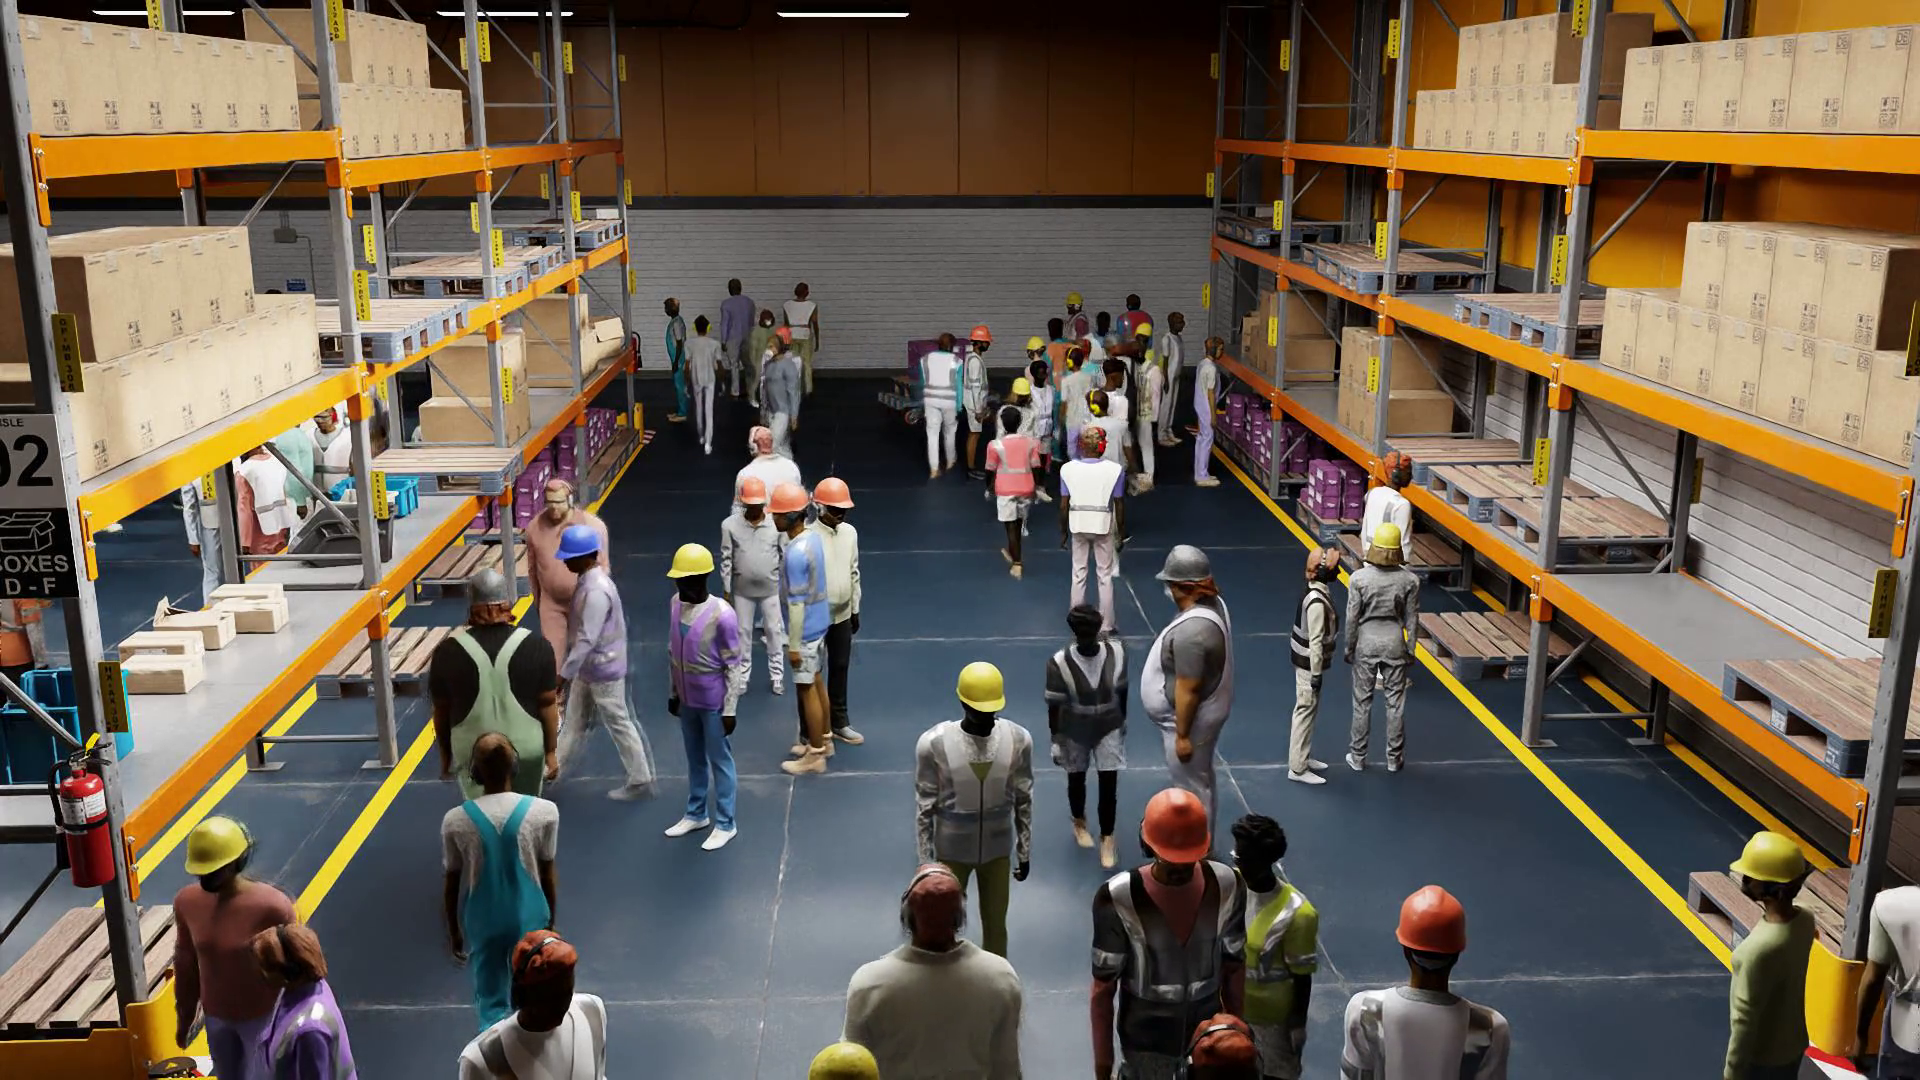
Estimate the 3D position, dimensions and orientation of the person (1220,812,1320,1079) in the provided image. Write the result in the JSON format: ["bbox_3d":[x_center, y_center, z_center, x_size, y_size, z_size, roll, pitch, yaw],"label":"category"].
[{"bbox_3d":[1.233,1.918,6.895,0.321,1.690,0.540,-12,19,-40],"label":"person"}]

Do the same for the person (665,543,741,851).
[{"bbox_3d":[-1.587,0.952,10.205,0.586,1.928,0.380,12,19,40],"label":"person"}]

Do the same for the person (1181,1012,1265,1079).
[{"bbox_3d":[0.761,2.291,5.062,0.582,1.879,0.359,2,14,6],"label":"person"}]

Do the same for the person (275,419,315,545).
[{"bbox_3d":[-6.150,-0.404,15.510,0.373,1.940,0.628,-5,15,-20],"label":"person"}]

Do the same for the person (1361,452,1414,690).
[{"bbox_3d":[3.366,0.237,13.105,0.362,1.883,0.575,-4,15,-15],"label":"person"}]

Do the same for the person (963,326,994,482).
[{"bbox_3d":[0.226,-1.683,20.553,0.388,1.930,0.544,-1,14,-2],"label":"person"}]

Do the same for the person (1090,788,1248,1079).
[{"bbox_3d":[0.803,1.887,6.341,0.612,2.030,0.403,-3,15,-12],"label":"person"}]

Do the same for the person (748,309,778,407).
[{"bbox_3d":[-3.017,-2.768,25.505,0.507,1.580,0.892,-9,17,-33],"label":"person"}]

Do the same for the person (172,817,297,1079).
[{"bbox_3d":[-2.908,1.924,6.737,0.536,1.752,0.360,4,15,14],"label":"person"}]

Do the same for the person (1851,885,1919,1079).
[{"bbox_3d":[3.798,1.950,6.496,0.563,1.830,0.482,5,15,18],"label":"person"}]

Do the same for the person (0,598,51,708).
[{"bbox_3d":[-6.326,0.747,11.045,0.585,1.916,0.401,2,14,8],"label":"person"}]

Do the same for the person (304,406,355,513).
[{"bbox_3d":[-5.943,-0.430,15.820,0.562,1.836,0.384,1,14,4],"label":"person"}]

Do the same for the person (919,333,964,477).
[{"bbox_3d":[-0.213,-1.709,20.956,0.606,1.782,0.981,3,15,11],"label":"person"}]

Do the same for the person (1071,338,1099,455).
[{"bbox_3d":[1.496,-1.514,20.049,0.384,1.845,0.569,-6,16,-24],"label":"person"}]

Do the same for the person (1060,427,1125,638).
[{"bbox_3d":[1.135,-0.055,14.337,0.563,1.839,0.394,4,15,14],"label":"person"}]

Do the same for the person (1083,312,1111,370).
[{"bbox_3d":[1.904,-2.184,22.651,0.598,1.883,0.936,-2,14,-7],"label":"person"}]

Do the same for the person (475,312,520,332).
[{"bbox_3d":[-6.304,-2.301,22.753,0.694,2.000,0.883,0,14,0],"label":"person"}]

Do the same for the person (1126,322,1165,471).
[{"bbox_3d":[2.268,-1.787,21.016,0.603,1.900,0.597,2,14,7],"label":"person"}]

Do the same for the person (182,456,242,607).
[{"bbox_3d":[-6.409,-0.096,14.368,0.401,1.909,0.599,8,16,28],"label":"person"}]

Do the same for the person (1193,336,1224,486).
[{"bbox_3d":[3.033,-1.565,20.281,0.359,1.835,0.512,-1,14,-5],"label":"person"}]

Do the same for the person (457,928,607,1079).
[{"bbox_3d":[-1.360,2.166,5.524,0.355,1.887,0.573,11,18,36],"label":"person"}]

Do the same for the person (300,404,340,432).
[{"bbox_3d":[-6.892,-0.945,17.696,0.595,1.910,0.397,-4,15,-17],"label":"person"}]

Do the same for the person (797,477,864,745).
[{"bbox_3d":[-0.924,0.528,11.762,0.407,1.986,0.617,13,19,42],"label":"person"}]

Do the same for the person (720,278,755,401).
[{"bbox_3d":[-3.526,-3.184,26.434,0.627,1.933,0.370,-13,19,-41],"label":"person"}]

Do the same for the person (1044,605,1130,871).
[{"bbox_3d":[0.762,1.155,9.959,0.547,1.640,0.712,-2,14,-8],"label":"person"}]

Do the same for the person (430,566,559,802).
[{"bbox_3d":[-2.589,1.119,9.326,0.703,2.000,1.014,-3,15,-12],"label":"person"}]

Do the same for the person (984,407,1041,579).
[{"bbox_3d":[0.488,-0.494,16.390,0.547,1.656,0.816,-5,15,-19],"label":"person"}]

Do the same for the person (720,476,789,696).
[{"bbox_3d":[-1.576,0.356,12.907,0.565,1.745,0.349,-1,14,-2],"label":"person"}]

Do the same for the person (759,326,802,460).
[{"bbox_3d":[-2.221,-1.759,20.887,0.580,1.912,0.683,5,15,19],"label":"person"}]

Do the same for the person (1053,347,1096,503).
[{"bbox_3d":[1.346,-1.313,19.264,0.534,1.848,0.386,-11,18,-36],"label":"person"}]

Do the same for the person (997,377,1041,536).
[{"bbox_3d":[0.622,-0.933,18.036,0.486,1.717,0.580,-3,15,-10],"label":"person"}]
